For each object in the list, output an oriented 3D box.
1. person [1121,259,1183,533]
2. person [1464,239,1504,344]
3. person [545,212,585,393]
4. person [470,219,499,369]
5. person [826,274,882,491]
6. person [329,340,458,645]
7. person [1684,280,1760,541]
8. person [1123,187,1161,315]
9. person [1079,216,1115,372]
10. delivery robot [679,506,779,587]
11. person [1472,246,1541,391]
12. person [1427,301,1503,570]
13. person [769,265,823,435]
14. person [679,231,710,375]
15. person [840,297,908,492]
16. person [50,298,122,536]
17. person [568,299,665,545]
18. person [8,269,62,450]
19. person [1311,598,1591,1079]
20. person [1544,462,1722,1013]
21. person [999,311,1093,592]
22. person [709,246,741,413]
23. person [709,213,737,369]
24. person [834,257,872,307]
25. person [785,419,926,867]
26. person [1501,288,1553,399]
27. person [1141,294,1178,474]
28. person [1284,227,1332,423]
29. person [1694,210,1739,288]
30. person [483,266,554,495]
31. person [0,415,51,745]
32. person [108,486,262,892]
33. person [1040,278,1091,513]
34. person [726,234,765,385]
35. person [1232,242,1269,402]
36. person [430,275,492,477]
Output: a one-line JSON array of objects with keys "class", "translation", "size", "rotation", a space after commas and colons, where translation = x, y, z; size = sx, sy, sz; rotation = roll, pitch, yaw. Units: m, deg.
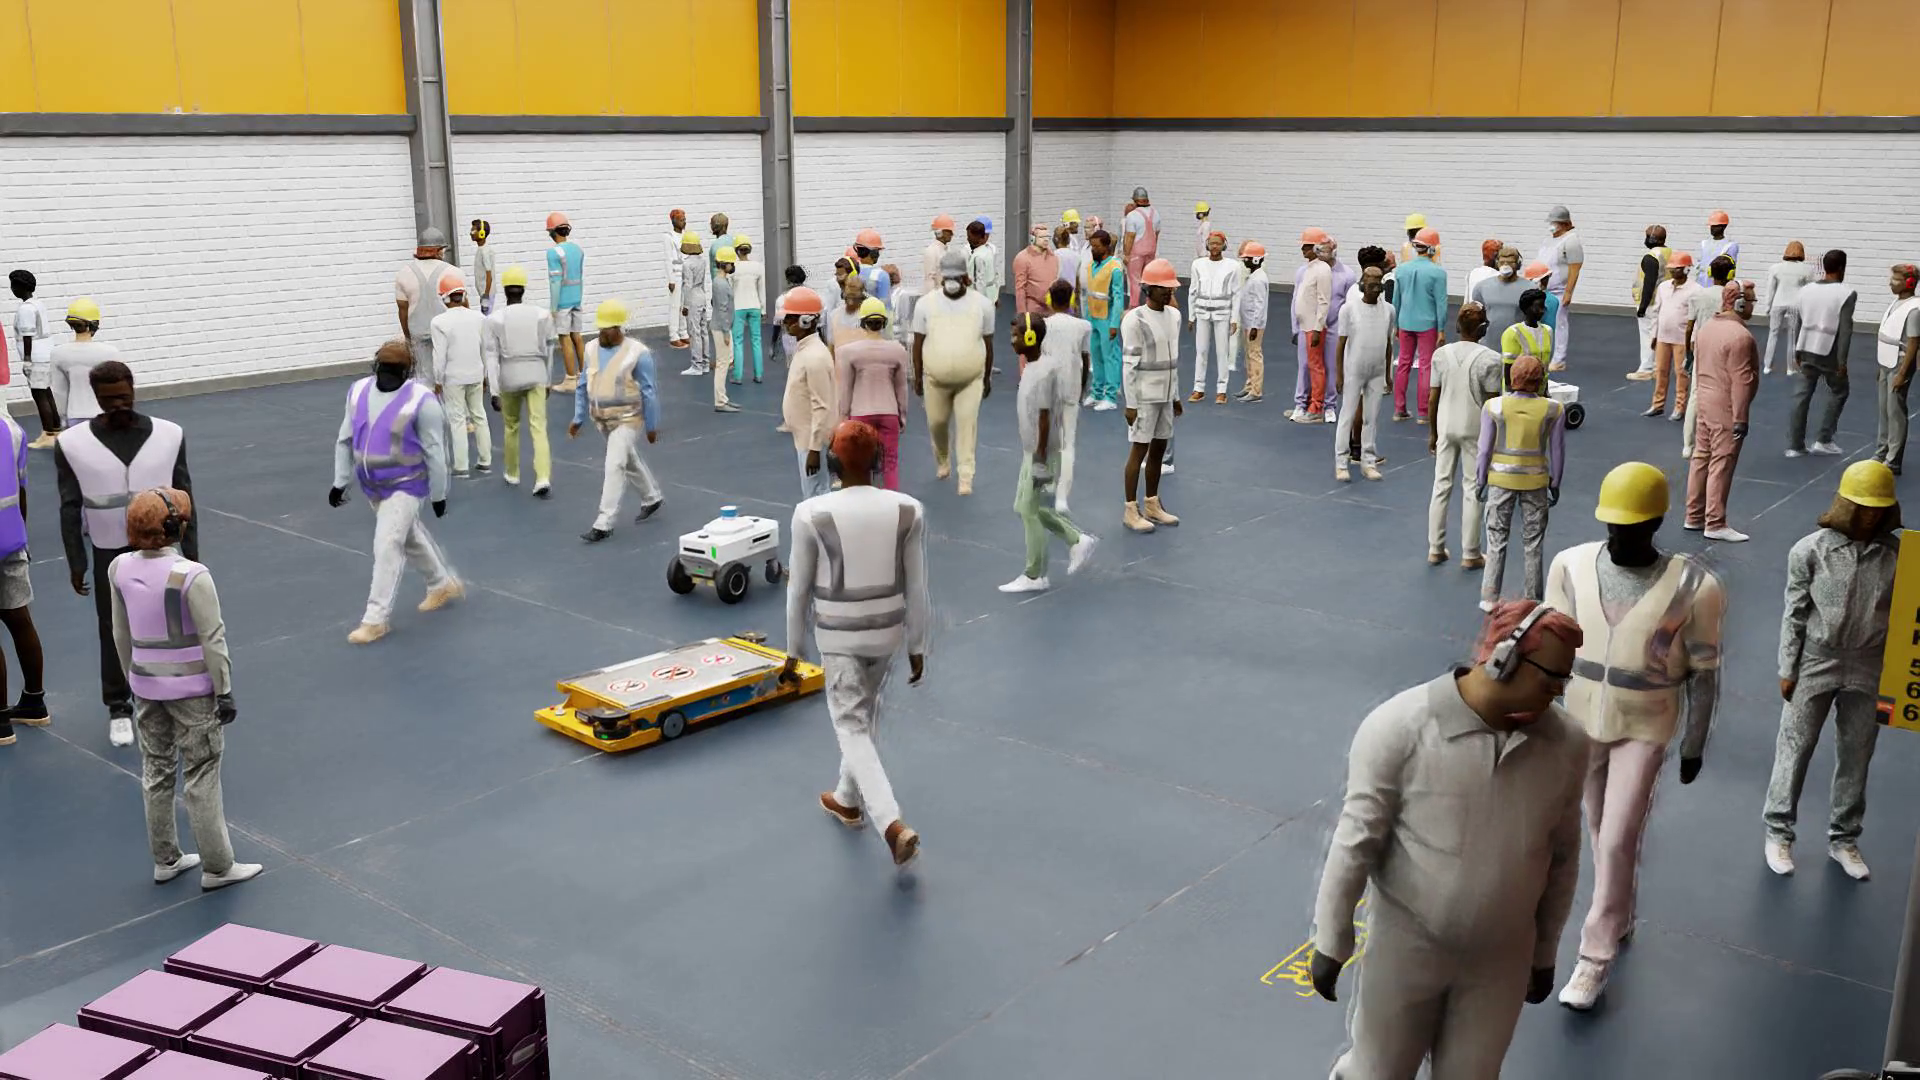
[{"class": "person", "translation": [1.473, -1.083, 12.497], "size": [0.381, 2.041, 0.616], "rotation": [14, 19, 43]}, {"class": "person", "translation": [5.352, -2.110, 16.934], "size": [0.349, 1.878, 0.584], "rotation": [-5, 15, -20]}, {"class": "person", "translation": [-4.524, -2.701, 18.971], "size": [0.392, 2.036, 0.615], "rotation": [5, 15, 19]}, {"class": "person", "translation": [-5.891, -3.023, 20.591], "size": [0.328, 1.877, 0.508], "rotation": [-5, 15, -19]}, {"class": "person", "translation": [-0.867, -1.361, 14.082], "size": [0.524, 1.813, 0.801], "rotation": [7, 16, 25]}, {"class": "person", "translation": [-3.388, -0.337, 10.061], "size": [0.642, 1.783, 0.972], "rotation": [7, 16, 26]}, {"class": "person", "translation": [5.649, -0.954, 12.259], "size": [0.407, 1.908, 0.641], "rotation": [-1, 14, -3]}, {"class": "person", "translation": [2.847, -4.620, 26.637], "size": [0.672, 2.000, 0.536], "rotation": [-10, 17, -36]}, {"class": "person", "translation": [1.640, -3.037, 20.583], "size": [0.407, 1.906, 0.655], "rotation": [-6, 15, -23]}, {"class": "delivery robot", "translation": [-1.507, 0.022, 10.896], "size": [0.477, 0.478, 0.707], "rotation": [9, 16, 31]}, {"class": "person", "translation": [4.963, -1.716, 15.238], "size": [0.630, 1.940, 0.372], "rotation": [6, 15, 22]}, {"class": "person", "translation": [3.461, -0.711, 11.412], "size": [0.514, 1.845, 0.338], "rotation": [11, 18, 37]}, {"class": "person", "translation": [-1.656, -1.867, 16.387], "size": [0.579, 1.653, 0.769], "rotation": [11, 18, 38]}, {"class": "person", "translation": [-3.267, -2.899, 20.360], "size": [0.287, 1.746, 0.487], "rotation": [4, 15, 15]}, {"class": "person", "translation": [-0.646, -0.937, 12.497], "size": [0.518, 1.756, 0.345], "rotation": [-4, 15, -15]}, {"class": "person", "translation": [-6.411, -0.903, 12.341], "size": [0.533, 1.768, 0.311], "rotation": [-1, 14, -2]}, {"class": "person", "translation": [-2.533, -0.914, 12.380], "size": [0.600, 1.787, 0.974], "rotation": [9, 17, 32]}, {"class": "person", "translation": [-8.730, -1.709, 15.727], "size": [0.320, 1.687, 0.539], "rotation": [-4, 15, -15]}, {"class": "person", "translation": [1.273, 1.030, 4.411], "size": [0.720, 1.866, 0.669], "rotation": [-1, 14, -3]}, {"class": "person", "translation": [2.252, 0.665, 5.815], "size": [0.907, 1.887, 0.590], "rotation": [-13, 19, -43]}, {"class": "person", "translation": [0.567, -0.565, 10.850], "size": [0.581, 1.847, 0.541], "rotation": [-3, 14, -12]}, {"class": "person", "translation": [-2.490, -2.234, 17.681], "size": [0.345, 1.758, 0.532], "rotation": [-2, 14, -8]}, {"class": "person", "translation": [-2.965, -3.107, 20.796], "size": [0.373, 1.940, 0.629], "rotation": [2, 14, 9]}, {"class": "person", "translation": [-0.969, -1.617, 15.024], "size": [0.344, 1.857, 0.525], "rotation": [-11, 17, -36]}, {"class": "person", "translation": [-0.390, 0.427, 6.881], "size": [0.594, 1.843, 0.934], "rotation": [-7, 16, -25]}, {"class": "person", "translation": [4.704, -1.241, 13.830], "size": [0.535, 1.697, 0.318], "rotation": [-8, 16, -29]}, {"class": "person", "translation": [1.750, -1.395, 14.566], "size": [0.274, 1.635, 0.507], "rotation": [-3, 14, -11]}, {"class": "person", "translation": [3.604, -2.202, 17.067], "size": [0.375, 1.995, 0.609], "rotation": [-1, 14, -6]}, {"class": "person", "translation": [9.647, -3.243, 21.344], "size": [0.357, 1.938, 0.545], "rotation": [-9, 16, -31]}, {"class": "person", "translation": [-3.627, -1.318, 13.807], "size": [0.584, 1.875, 0.994], "rotation": [-6, 15, -22]}, {"class": "person", "translation": [-4.818, 0.036, 8.181], "size": [0.363, 1.966, 0.607], "rotation": [2, 14, 9]}, {"class": "person", "translation": [-3.102, 0.598, 6.597], "size": [0.522, 1.640, 0.306], "rotation": [5, 15, 19]}, {"class": "person", "translation": [0.798, -1.168, 13.316], "size": [0.497, 1.819, 1.009], "rotation": [1, 14, 3]}, {"class": "person", "translation": [-2.546, -2.710, 19.580], "size": [0.518, 1.758, 0.338], "rotation": [-7, 16, -26]}, {"class": "person", "translation": [3.220, -2.407, 18.373], "size": [0.328, 1.752, 0.563], "rotation": [0, 14, 0]}, {"class": "person", "translation": [-4.349, -1.425, 14.454], "size": [0.346, 1.746, 0.573], "rotation": [11, 18, 37]}]
